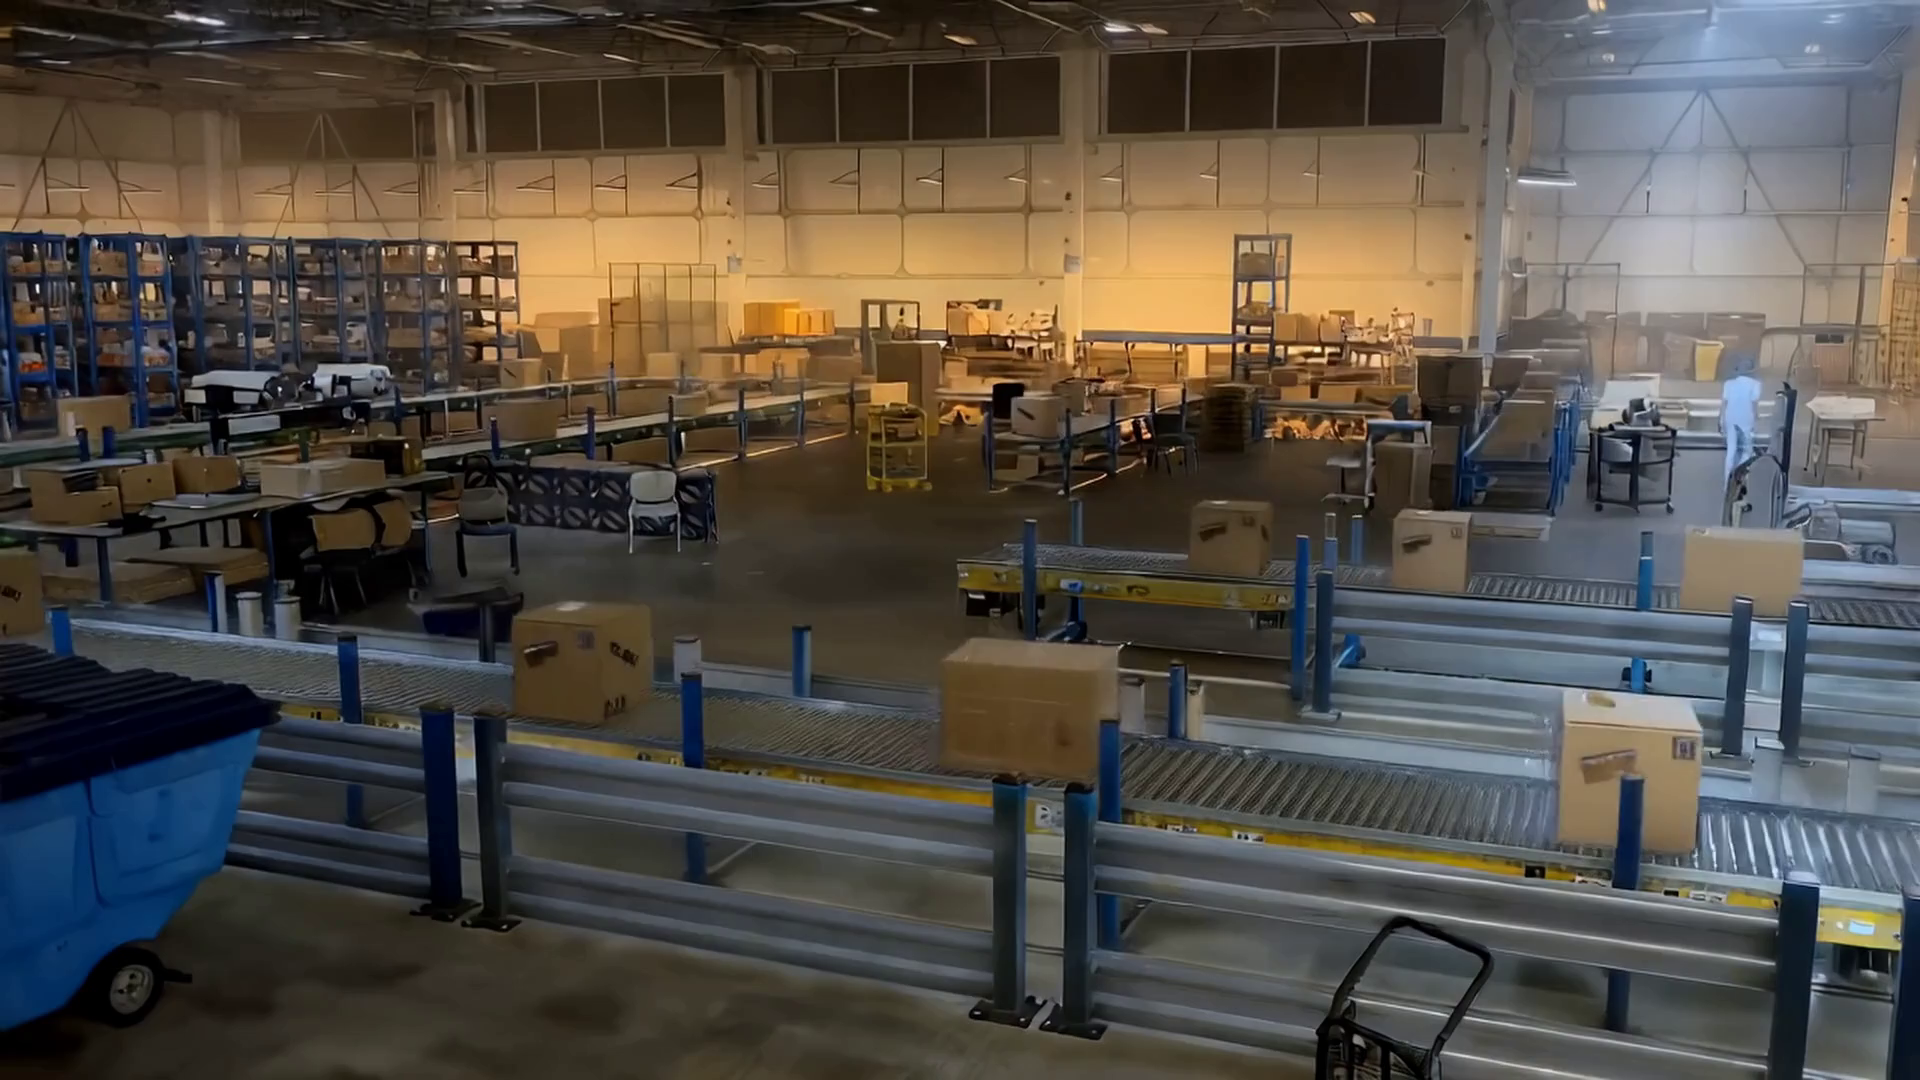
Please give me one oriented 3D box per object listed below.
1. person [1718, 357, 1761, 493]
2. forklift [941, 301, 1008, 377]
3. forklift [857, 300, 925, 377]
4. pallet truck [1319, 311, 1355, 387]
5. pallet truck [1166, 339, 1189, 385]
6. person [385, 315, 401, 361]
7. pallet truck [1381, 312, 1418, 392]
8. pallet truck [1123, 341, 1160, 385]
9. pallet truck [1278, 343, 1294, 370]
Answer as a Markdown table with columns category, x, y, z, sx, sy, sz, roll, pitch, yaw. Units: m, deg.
| category | x | y | z | sx | sy | sz | roll | pitch | yaw |
| --- | --- | --- | --- | --- | --- | --- | --- | --- | --- |
| person | 10.523 | -1.554 | 22.428 | 0.547 | 1.798 | 0.929 | 8 | 13 | 41 |
| forklift | 0.365 | -4.966 | 41.571 | 1.157 | 1.987 | 2.680 | 3 | 10 | 20 |
| forklift | -1.732 | -5.109 | 42.468 | 1.157 | 1.987 | 2.680 | 4 | 10 | 22 |
| pallet truck | 9.071 | -4.419 | 39.190 | 0.823 | 1.965 | 1.885 | 5 | 10 | 26 |
| pallet truck | 5.418 | -4.269 | 40.420 | 0.704 | 1.261 | 1.522 | 3 | 10 | 20 |
| person | -16.250 | -5.834 | 47.773 | 0.622 | 1.993 | 0.382 | 5 | 11 | 29 |
| pallet truck | 10.207 | -4.283 | 38.369 | 0.823 | 1.965 | 1.885 | 3 | 10 | 20 |
| pallet truck | 4.445 | -4.380 | 41.279 | 0.680 | 1.201 | 1.601 | 4 | 10 | 22 |
| pallet truck | 7.886 | -4.163 | 39.743 | 0.653 | 1.274 | 1.630 | 4 | 10 | 22 |
